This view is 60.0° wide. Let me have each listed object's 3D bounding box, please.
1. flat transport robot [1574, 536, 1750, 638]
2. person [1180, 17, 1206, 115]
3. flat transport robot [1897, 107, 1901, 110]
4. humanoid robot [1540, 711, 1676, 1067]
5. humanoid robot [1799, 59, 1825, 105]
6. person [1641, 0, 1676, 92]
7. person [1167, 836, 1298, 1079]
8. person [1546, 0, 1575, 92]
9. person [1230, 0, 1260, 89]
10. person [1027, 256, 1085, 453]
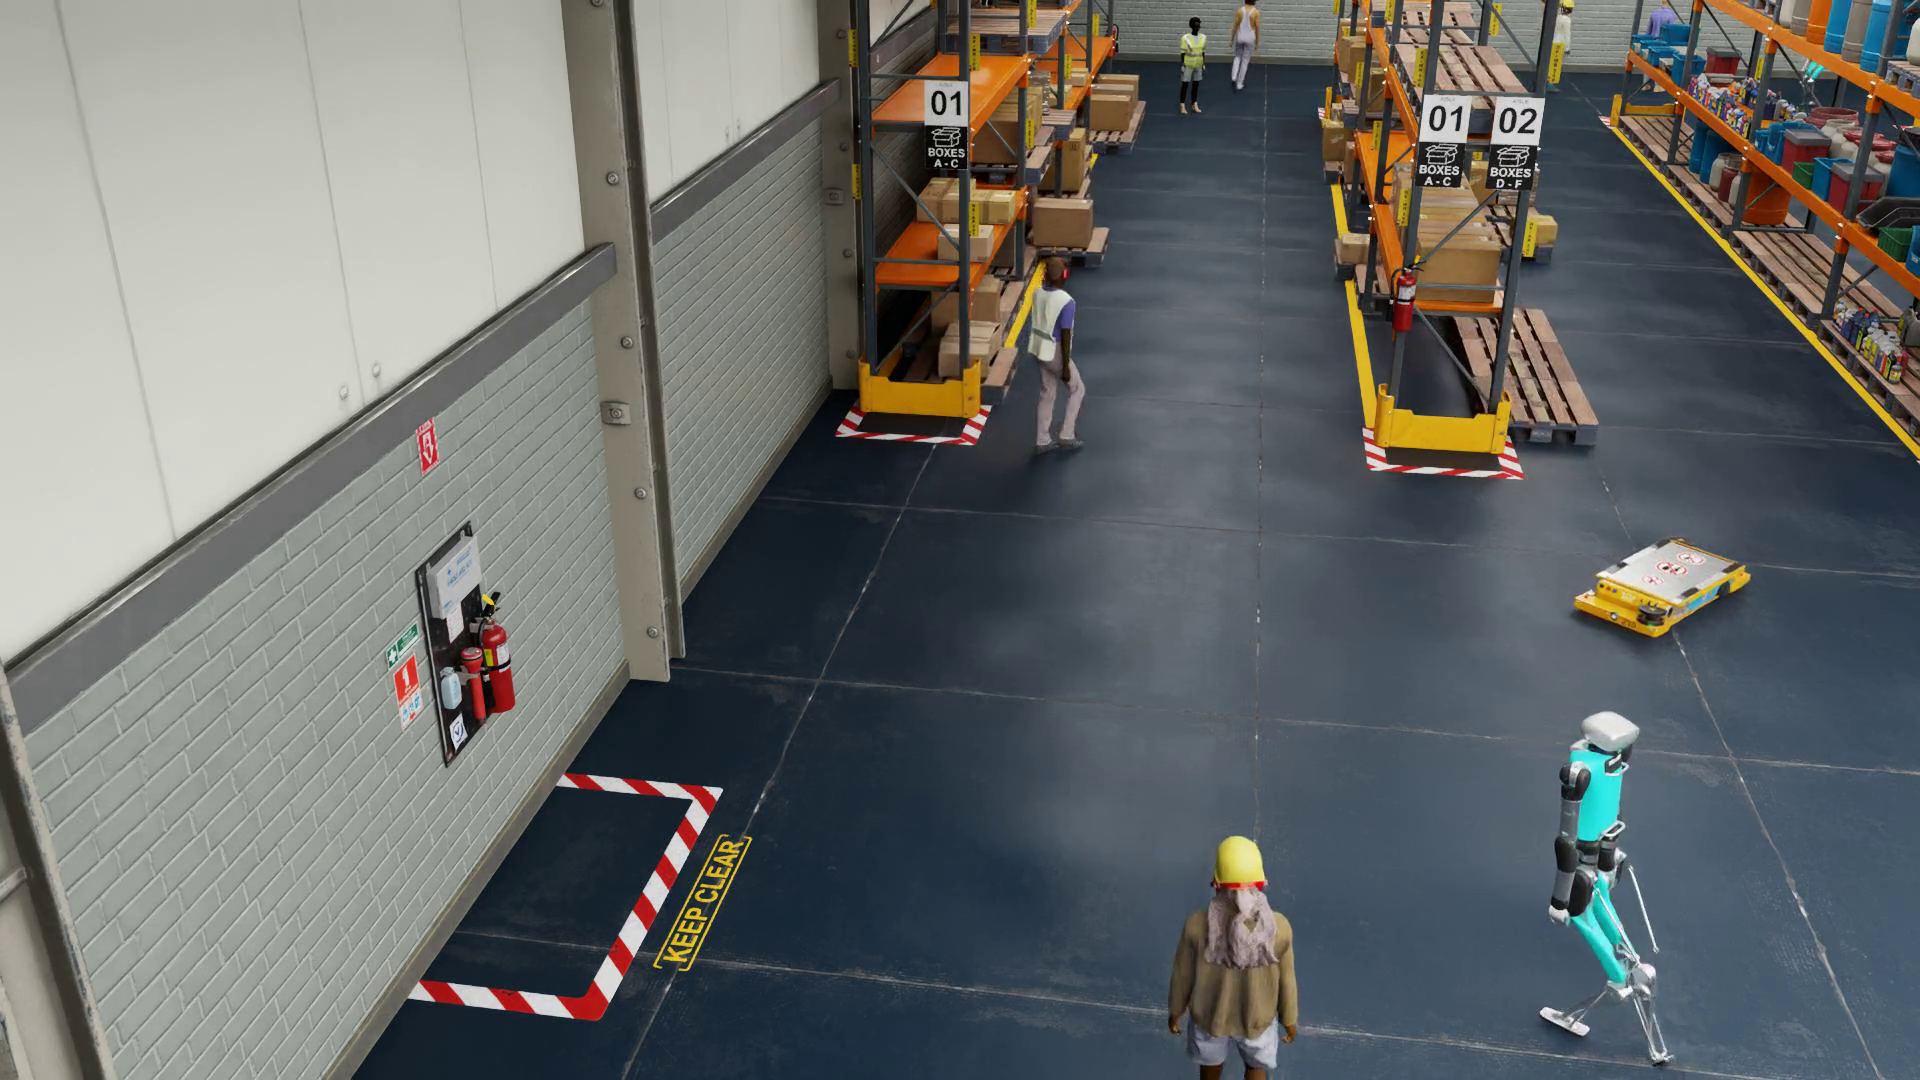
[{"bbox_3d":[5.350,0.340,12.629,1.431,0.231,0.659,-20,32,-36],"label":"flat transport robot"},{"bbox_3d":[4.189,-8.542,29.952,0.534,1.696,0.318,-11,27,-22],"label":"person"},{"bbox_3d":[17.888,-7.940,30.351,1.431,0.231,0.659,-11,27,-23],"label":"flat transport robot"},{"bbox_3d":[3.208,1.766,7.931,0.558,1.850,0.856,-22,33,-39],"label":"humanoid robot"},{"bbox_3d":[15.751,-8.848,30.561,0.680,1.797,0.535,-13,28,-25],"label":"humanoid robot"},{"bbox_3d":[13.451,-9.553,31.998,0.393,1.799,0.593,-20,32,-36],"label":"person"},{"bbox_3d":[1.177,2.057,7.195,0.575,1.750,0.537,4,25,8],"label":"person"},{"bbox_3d":[11.530,-9.472,31.869,0.370,1.750,0.539,-1,25,-3],"label":"person"},{"bbox_3d":[5.535,-9.702,32.275,0.551,1.827,0.409,9,26,18],"label":"person"},{"bbox_3d":[0.928,-1.673,15.116,0.612,1.807,0.610,-15,29,-29],"label":"person"}]
